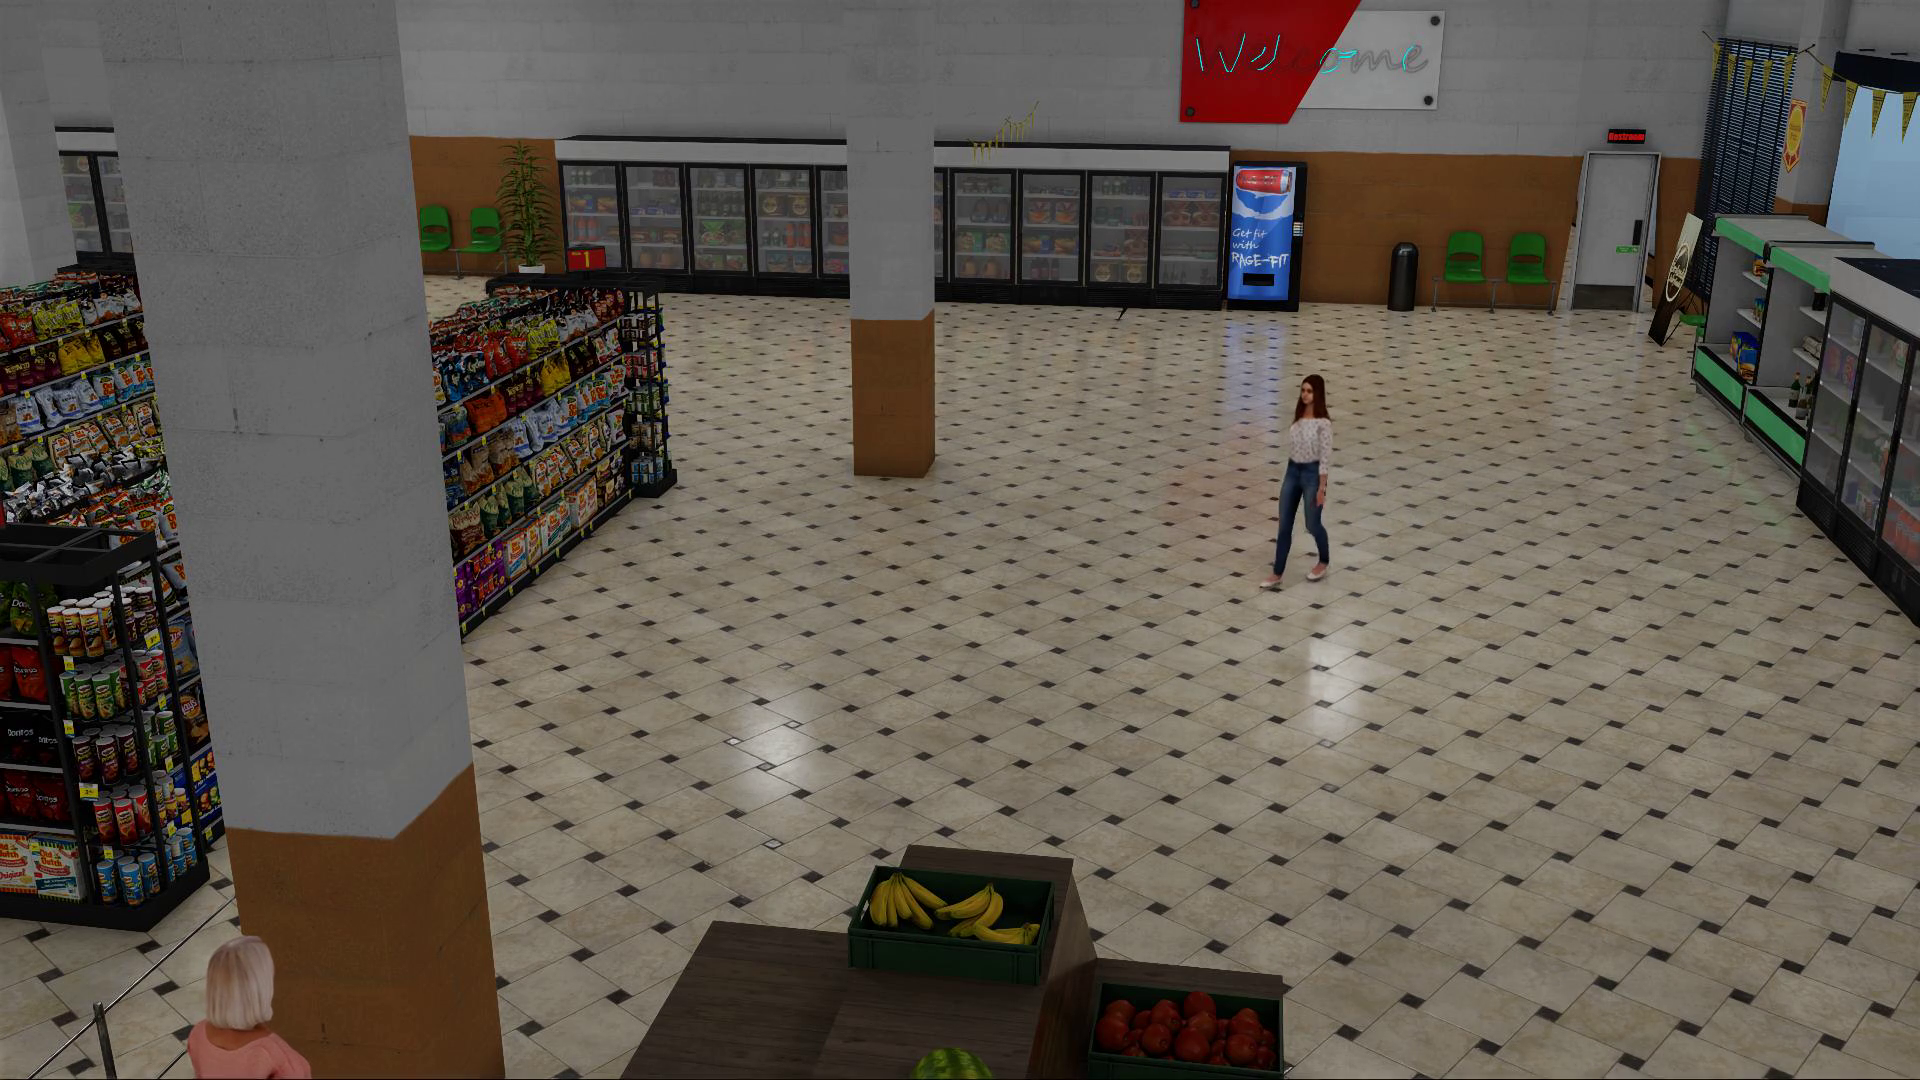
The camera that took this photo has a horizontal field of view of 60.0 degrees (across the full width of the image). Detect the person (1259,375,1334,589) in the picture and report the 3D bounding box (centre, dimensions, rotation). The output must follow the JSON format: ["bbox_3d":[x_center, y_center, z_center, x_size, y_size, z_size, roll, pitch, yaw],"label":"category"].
[{"bbox_3d":[2.803,-0.470,13.217,1.041,1.707,0.958,-14,23,-36],"label":"person"}]

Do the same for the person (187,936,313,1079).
[{"bbox_3d":[-2.322,2.099,5.571,0.630,1.726,0.568,6,20,18],"label":"person"}]
